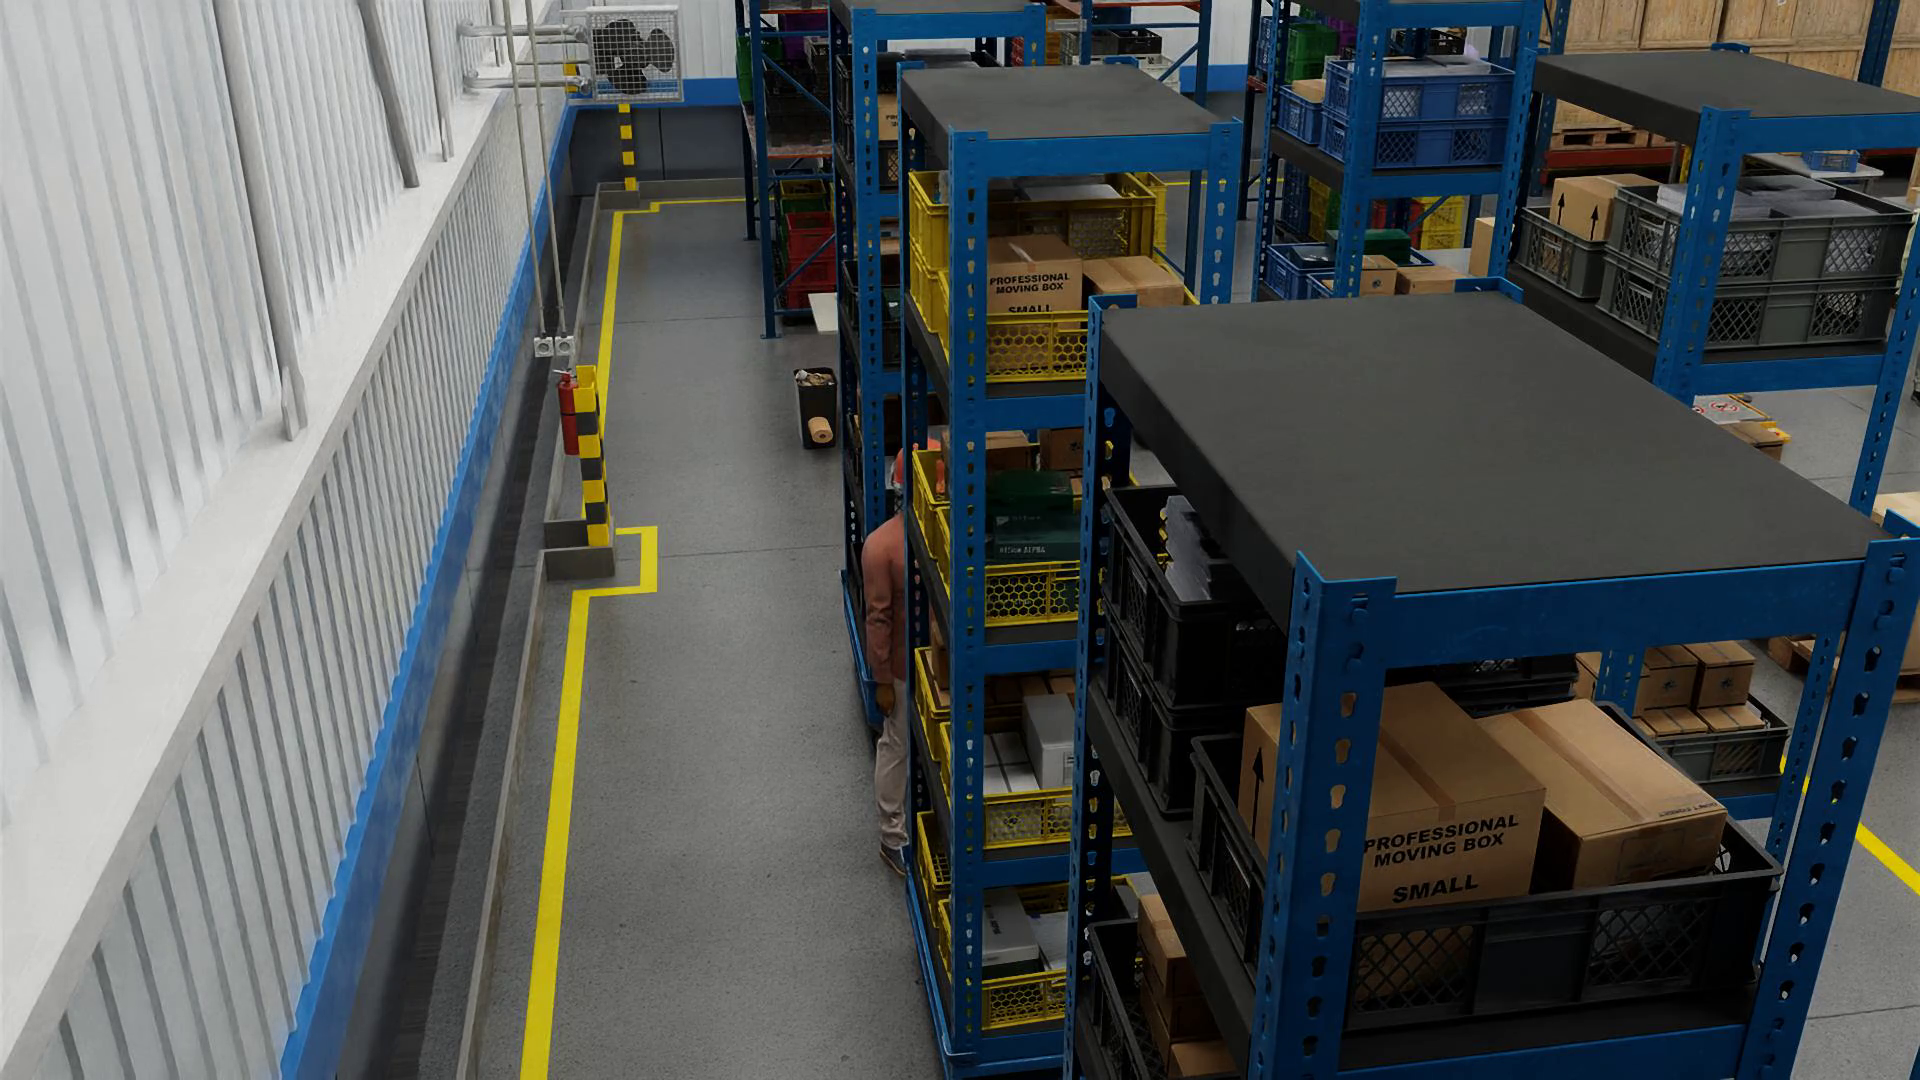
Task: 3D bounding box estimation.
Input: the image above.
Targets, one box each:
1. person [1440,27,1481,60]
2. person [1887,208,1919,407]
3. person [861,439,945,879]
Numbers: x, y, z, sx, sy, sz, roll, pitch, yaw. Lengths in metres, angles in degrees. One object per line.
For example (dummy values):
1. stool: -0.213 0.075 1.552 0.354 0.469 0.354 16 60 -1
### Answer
1. person: 5.693 -5.065 19.308 0.374 1.933 0.625 -15 29 -30
2. person: 7.322 -1.883 12.515 0.587 1.823 0.403 5 25 11
3. person: -0.156 0.498 7.136 0.379 1.996 0.610 19 31 35
